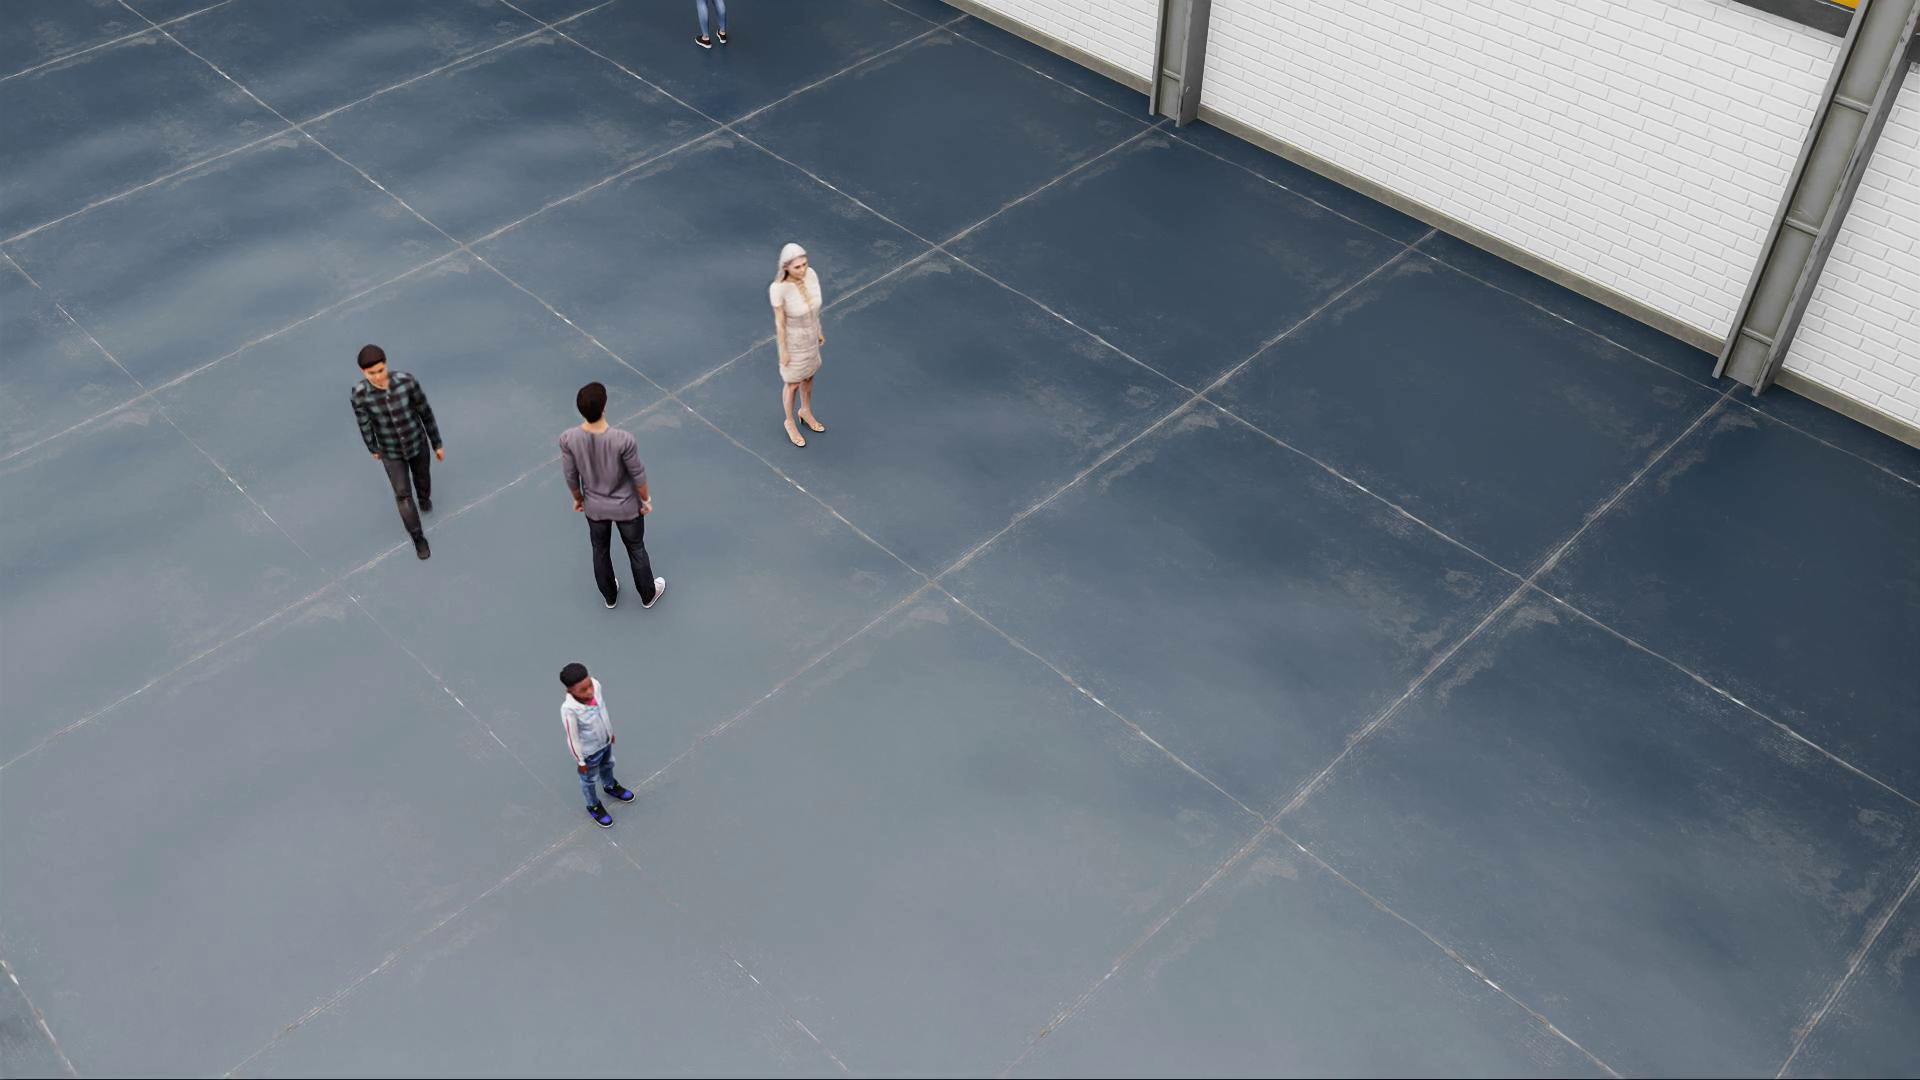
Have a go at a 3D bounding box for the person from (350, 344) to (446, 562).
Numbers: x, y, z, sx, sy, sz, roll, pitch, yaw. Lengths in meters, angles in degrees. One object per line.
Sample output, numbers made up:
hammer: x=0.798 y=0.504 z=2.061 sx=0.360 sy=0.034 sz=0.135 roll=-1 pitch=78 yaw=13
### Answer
person: x=-3.972 y=-0.756 z=11.836 sx=0.854 sy=1.688 sz=1.053 roll=-20 pitch=47 yaw=-20

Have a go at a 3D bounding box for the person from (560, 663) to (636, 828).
person: x=-2.215 y=1.189 z=9.983 sx=0.556 sy=1.261 sz=0.529 roll=21 pitch=48 yaw=21

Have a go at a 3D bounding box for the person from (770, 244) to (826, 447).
person: x=-1.202 y=-1.471 z=12.432 sx=0.567 sy=1.735 sz=0.612 roll=30 pitch=51 yaw=28

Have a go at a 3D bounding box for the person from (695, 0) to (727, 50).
person: x=-2.627 y=-5.905 z=17.124 sx=0.677 sy=1.684 sz=0.633 roll=-23 pitch=48 yaw=-22

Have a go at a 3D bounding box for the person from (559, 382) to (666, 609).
person: x=-2.335 y=-0.274 z=11.091 sx=0.715 sy=1.851 sz=0.791 roll=2 pitch=44 yaw=2
